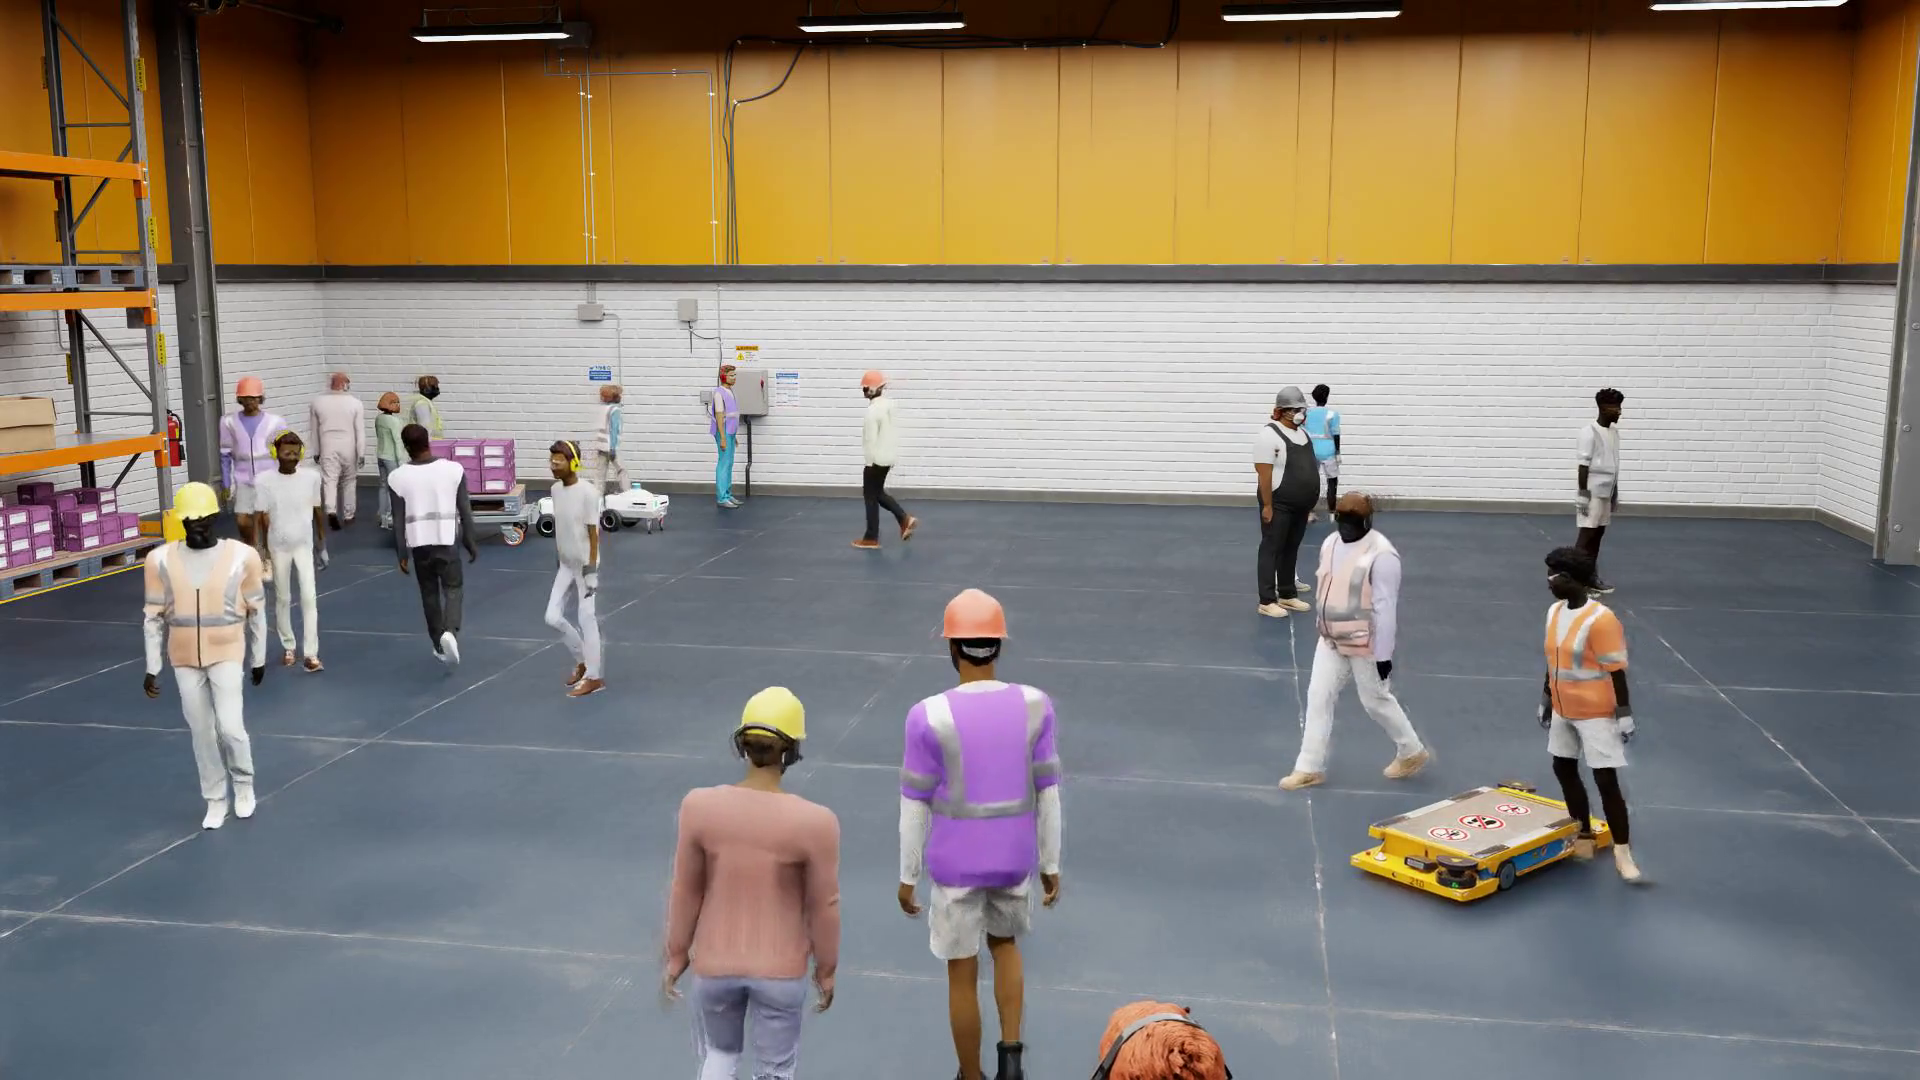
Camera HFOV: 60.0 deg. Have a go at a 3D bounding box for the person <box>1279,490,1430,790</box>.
[{"bbox_3d":[2.384,0.579,9.778,0.925,1.798,0.639,-4,10,-25],"label":"person"}]

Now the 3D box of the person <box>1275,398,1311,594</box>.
[{"bbox_3d":[3.128,-0.424,15.691,0.356,1.883,0.572,8,12,41],"label":"person"}]

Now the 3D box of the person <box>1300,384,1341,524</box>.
[{"bbox_3d":[4.344,-1.032,20.052,0.565,1.689,0.365,7,12,38],"label":"person"}]

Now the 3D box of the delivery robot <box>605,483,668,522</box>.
[{"bbox_3d":[-3.784,-0.420,19.479,0.707,0.478,0.477,3,9,17],"label":"delivery robot"}]

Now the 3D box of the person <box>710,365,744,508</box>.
[{"bbox_3d":[-3.022,-1.337,21.464,0.389,1.846,0.567,1,9,6],"label":"person"}]

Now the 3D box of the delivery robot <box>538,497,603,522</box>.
[{"bbox_3d":[-4.484,-0.375,19.201,0.707,0.478,0.477,-1,9,-4],"label":"delivery robot"}]

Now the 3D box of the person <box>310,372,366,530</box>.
[{"bbox_3d":[-7.381,-1.051,19.735,0.647,1.871,0.949,-2,9,-10],"label":"person"}]

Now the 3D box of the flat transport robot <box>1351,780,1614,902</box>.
[{"bbox_3d":[2.724,1.525,8.575,1.431,0.197,0.652,-8,12,-39],"label":"flat transport robot"}]

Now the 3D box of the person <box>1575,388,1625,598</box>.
[{"bbox_3d":[5.997,-0.453,15.635,0.611,1.962,0.375,-8,12,-40],"label":"person"}]

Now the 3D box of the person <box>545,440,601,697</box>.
[{"bbox_3d":[-2.740,0.208,11.875,0.533,1.856,0.391,6,11,34],"label":"person"}]

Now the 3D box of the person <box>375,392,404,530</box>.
[{"bbox_3d":[-6.733,-0.936,19.669,0.494,1.624,0.279,8,12,40],"label":"person"}]

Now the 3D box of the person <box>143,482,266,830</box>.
[{"bbox_3d":[-4.096,0.635,9.029,0.596,1.911,0.416,-2,9,-9],"label":"person"}]

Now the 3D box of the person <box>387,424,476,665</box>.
[{"bbox_3d":[-4.046,0.046,12.783,0.631,1.881,0.744,-3,10,-17],"label":"person"}]

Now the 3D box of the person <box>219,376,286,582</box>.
[{"bbox_3d":[-6.904,-0.595,16.301,0.627,2.027,0.512,-3,10,-16],"label":"person"}]

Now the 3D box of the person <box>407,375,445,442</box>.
[{"bbox_3d":[-6.569,-1.108,20.195,0.932,1.806,0.609,-1,9,-8],"label":"person"}]

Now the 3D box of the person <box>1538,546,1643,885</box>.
[{"bbox_3d":[3.180,0.868,8.355,0.387,1.659,0.679,-3,10,-17],"label":"person"}]

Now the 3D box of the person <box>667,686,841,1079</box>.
[{"bbox_3d":[-0.647,1.334,5.220,0.566,1.733,0.493,2,9,10],"label":"person"}]

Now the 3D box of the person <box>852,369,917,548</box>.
[{"bbox_3d":[-0.857,-0.879,18.209,0.611,1.979,0.632,3,10,20],"label":"person"}]

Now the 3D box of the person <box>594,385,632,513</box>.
[{"bbox_3d":[-4.328,-1.143,20.985,0.768,1.598,0.533,-7,11,-36],"label":"person"}]

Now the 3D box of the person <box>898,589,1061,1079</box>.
[{"bbox_3d":[0.057,1.130,5.926,0.564,1.915,0.430,-4,10,-23],"label":"person"}]

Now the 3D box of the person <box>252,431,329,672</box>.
[{"bbox_3d":[-5.057,0.104,12.585,0.575,1.822,0.899,-5,10,-28],"label":"person"}]

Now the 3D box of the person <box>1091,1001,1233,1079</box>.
[{"bbox_3d":[0.318,1.665,2.732,0.572,1.883,0.356,-3,10,-19],"label":"person"}]

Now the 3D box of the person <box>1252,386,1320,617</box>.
[{"bbox_3d":[2.926,-0.348,14.731,0.535,2.000,0.674,9,13,44],"label":"person"}]
